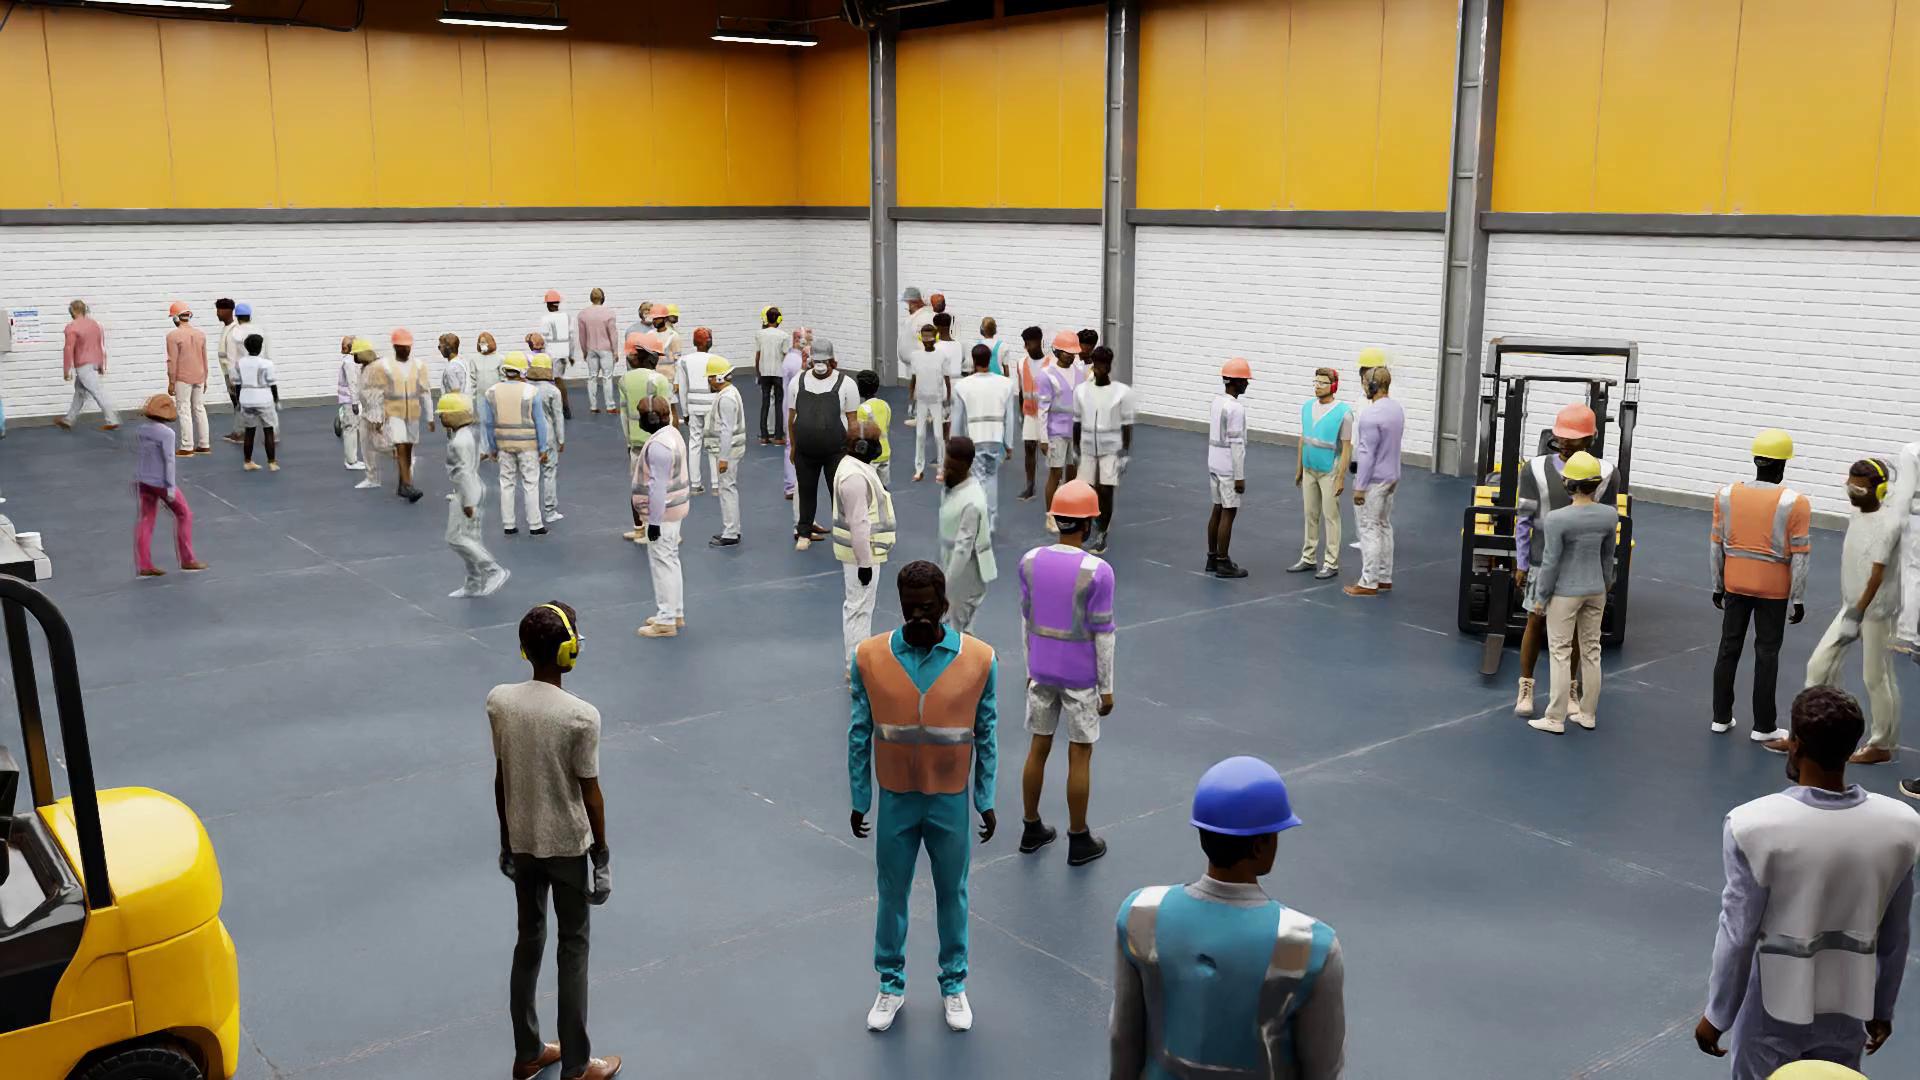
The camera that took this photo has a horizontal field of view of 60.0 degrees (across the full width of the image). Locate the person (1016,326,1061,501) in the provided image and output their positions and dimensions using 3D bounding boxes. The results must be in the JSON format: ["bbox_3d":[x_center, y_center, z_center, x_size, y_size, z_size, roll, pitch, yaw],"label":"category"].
[{"bbox_3d":[0.927,-1.427,18.459,0.634,1.915,0.979,7,13,29],"label":"person"}]

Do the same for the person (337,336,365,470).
[{"bbox_3d":[-7.431,-1.676,20.333,0.318,1.630,0.513,-5,13,-23],"label":"person"}]

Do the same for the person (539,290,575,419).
[{"bbox_3d":[-6.139,-2.786,25.001,0.849,1.902,0.563,8,14,34],"label":"person"}]

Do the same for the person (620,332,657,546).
[{"bbox_3d":[-3.027,-0.964,15.887,0.370,2.044,0.608,-7,13,-29],"label":"person"}]

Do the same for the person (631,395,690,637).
[{"bbox_3d":[-2.277,-0.190,12.670,0.429,1.831,0.639,0,12,-1],"label":"person"}]

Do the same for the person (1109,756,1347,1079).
[{"bbox_3d":[0.675,1.498,4.237,0.605,1.944,0.402,6,13,27],"label":"person"}]

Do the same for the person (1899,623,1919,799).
[{"bbox_3d":[5.494,0.488,9.059,0.607,1.966,0.367,-1,12,-3],"label":"person"}]

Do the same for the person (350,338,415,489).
[{"bbox_3d":[-6.671,-1.460,19.062,0.497,1.715,0.609,11,16,42],"label":"person"}]

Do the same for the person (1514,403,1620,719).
[{"bbox_3d":[3.843,0.138,10.573,0.608,2.039,0.395,2,12,11],"label":"person"}]

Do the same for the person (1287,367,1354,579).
[{"bbox_3d":[3.181,-0.592,14.559,0.389,1.850,0.567,-8,14,-34],"label":"person"}]

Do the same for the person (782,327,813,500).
[{"bbox_3d":[-1.762,-1.397,18.366,0.407,1.895,0.657,-2,12,-9],"label":"person"}]

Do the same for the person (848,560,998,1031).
[{"bbox_3d":[-0.148,1.012,6.646,0.596,1.918,0.382,0,12,1],"label":"person"}]

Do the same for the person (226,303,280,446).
[{"bbox_3d":[-9.493,-2.206,22.277,0.649,1.893,1.035,-11,16,-44],"label":"person"}]

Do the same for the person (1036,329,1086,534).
[{"bbox_3d":[1.036,-1.062,16.409,0.618,2.028,0.409,-9,15,-38],"label":"person"}]

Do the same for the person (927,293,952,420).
[{"bbox_3d":[-0.342,-2.714,24.726,0.359,1.883,0.573,-6,13,-28],"label":"person"}]

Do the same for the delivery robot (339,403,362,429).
[{"bbox_3d":[-8.488,-1.804,23.316,0.477,0.478,0.707,-3,12,-14],"label":"delivery robot"}]

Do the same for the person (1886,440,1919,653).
[{"bbox_3d":[7.050,-0.105,12.129,0.573,1.883,0.356,-2,12,-9],"label":"person"}]

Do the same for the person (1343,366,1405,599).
[{"bbox_3d":[3.473,-0.481,13.847,0.367,1.926,0.637,9,15,37],"label":"person"}]

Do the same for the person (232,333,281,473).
[{"bbox_3d":[-8.465,-1.641,20.028,0.539,1.689,0.323,2,12,11],"label":"person"}]

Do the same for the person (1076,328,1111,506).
[{"bbox_3d":[1.352,-1.236,17.413,0.381,1.958,0.606,-5,13,-22],"label":"person"}]

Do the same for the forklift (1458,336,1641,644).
[{"bbox_3d":[4.683,-0.471,13.136,1.214,2.155,2.313,4,12,20],"label":"forklift"}]

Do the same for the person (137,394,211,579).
[{"bbox_3d":[-6.976,-0.481,14.621,0.509,1.599,0.677,7,13,29],"label":"person"}]

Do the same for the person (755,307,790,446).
[{"bbox_3d":[-2.493,-2.182,22.243,0.526,1.853,0.347,3,12,16],"label":"person"}]

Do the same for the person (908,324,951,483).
[{"bbox_3d":[-0.352,-1.593,19.375,0.514,1.861,0.322,3,12,16],"label":"person"}]

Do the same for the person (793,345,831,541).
[{"bbox_3d":[-1.442,-0.947,16.169,0.397,1.900,0.649,1,12,4],"label":"person"}]

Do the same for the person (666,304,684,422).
[{"bbox_3d":[-4.208,-2.564,24.290,0.330,1.765,0.533,3,12,13],"label":"person"}]

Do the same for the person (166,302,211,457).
[{"bbox_3d":[-9.908,-2.057,21.324,0.407,1.981,0.626,4,12,19],"label":"person"}]

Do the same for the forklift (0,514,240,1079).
[{"bbox_3d":[-3.687,1.115,5.480,2.313,2.155,1.214,-9,15,-36],"label":"forklift"}]

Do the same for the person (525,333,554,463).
[{"bbox_3d":[-5.272,-1.779,20.829,0.319,1.631,0.524,6,13,28],"label":"person"}]

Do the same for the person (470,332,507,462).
[{"bbox_3d":[-5.906,-1.790,20.869,0.507,1.631,0.272,1,12,7],"label":"person"}]

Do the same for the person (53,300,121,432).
[{"bbox_3d":[-12.385,-2.439,23.449,1.036,1.861,0.663,1,12,4],"label":"person"}]
